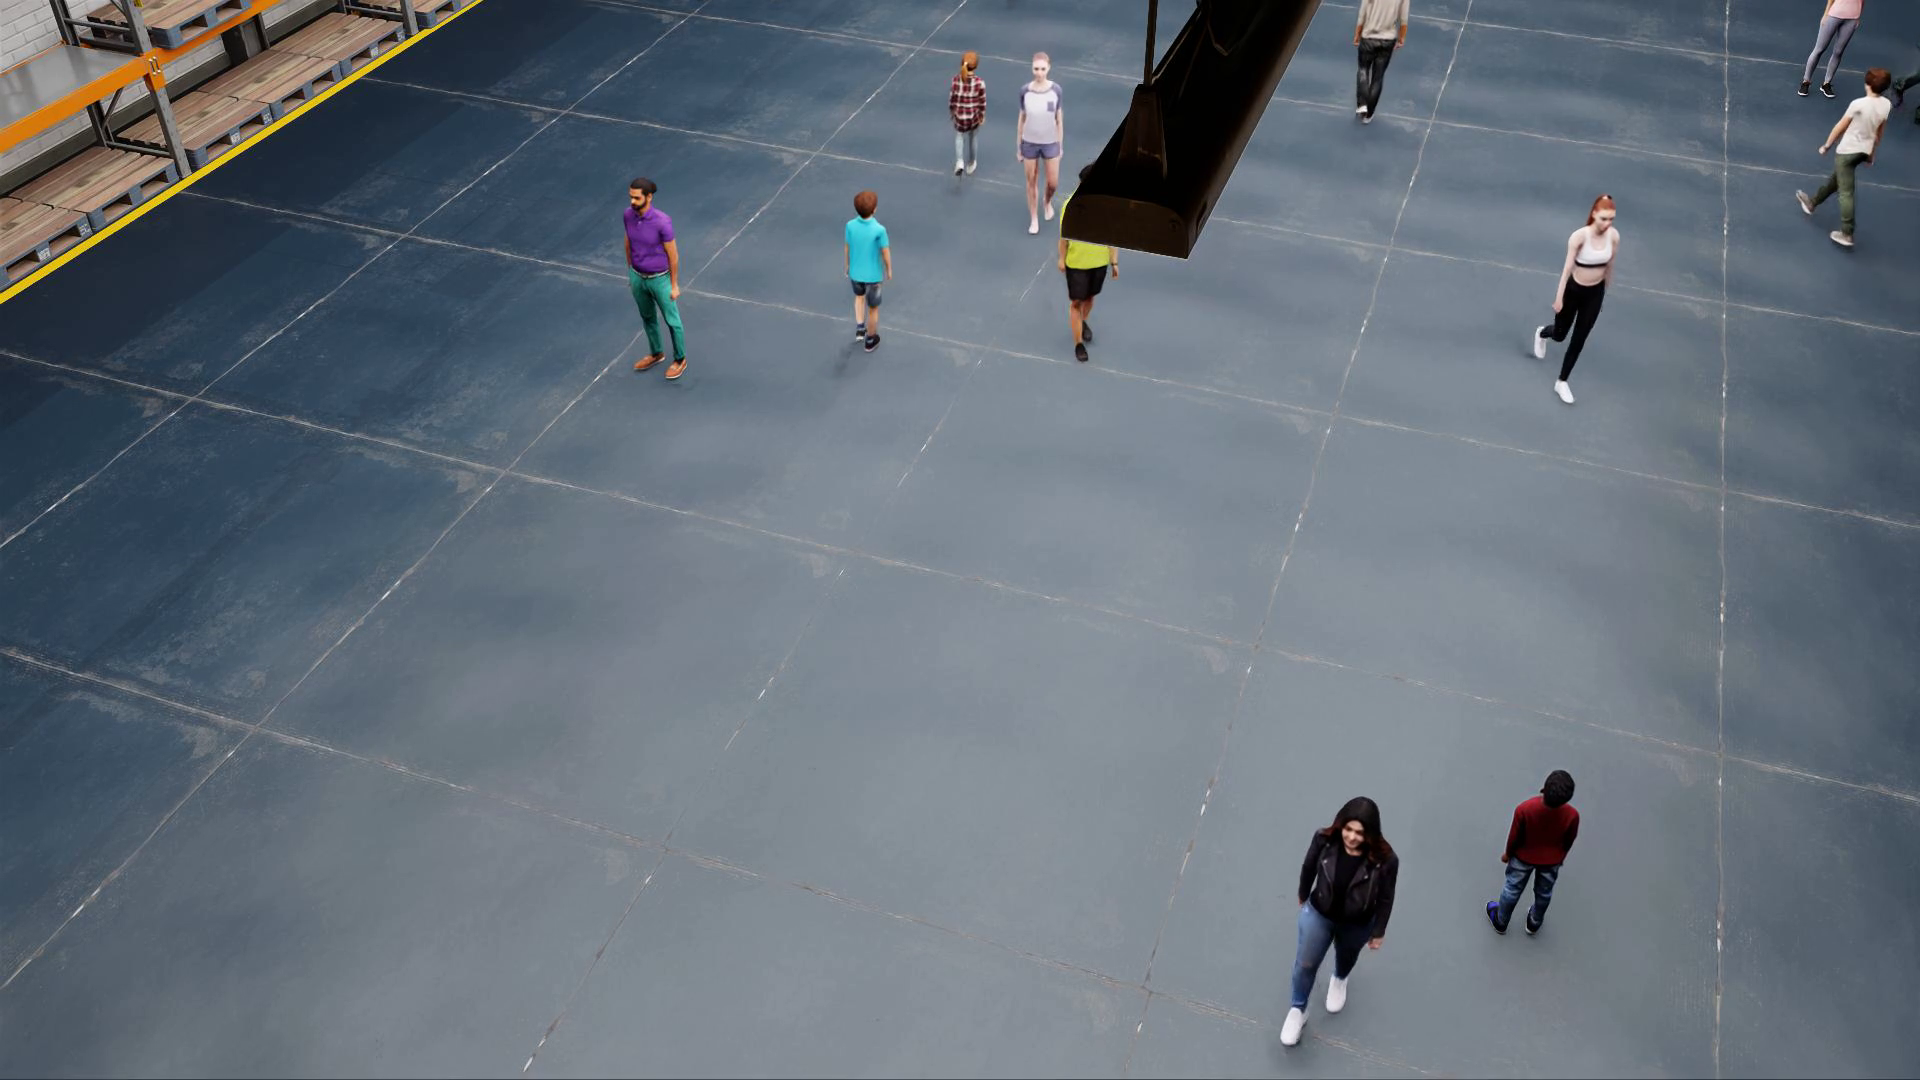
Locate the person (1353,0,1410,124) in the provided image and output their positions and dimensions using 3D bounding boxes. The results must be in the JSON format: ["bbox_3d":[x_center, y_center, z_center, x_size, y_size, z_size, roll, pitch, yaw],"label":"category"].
[{"bbox_3d":[4.383,-5.221,17.430,0.705,1.803,0.665,8,39,10],"label":"person"}]

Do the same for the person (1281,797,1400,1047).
[{"bbox_3d":[1.985,1.914,8.637,0.645,1.626,0.791,15,41,18],"label":"person"}]

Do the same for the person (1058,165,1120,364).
[{"bbox_3d":[1.051,-2.411,14.008,0.935,1.681,1.067,-9,39,-11],"label":"person"}]

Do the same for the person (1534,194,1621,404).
[{"bbox_3d":[4.992,-2.009,13.471,0.872,1.725,1.073,-5,39,-6],"label":"person"}]

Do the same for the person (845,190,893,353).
[{"bbox_3d":[-0.813,-2.235,13.983,0.533,1.438,0.532,12,40,15],"label":"person"}]

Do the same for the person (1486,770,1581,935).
[{"bbox_3d":[3.186,1.722,9.173,0.547,1.256,0.551,4,39,5],"label":"person"}]

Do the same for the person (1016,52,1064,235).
[{"bbox_3d":[0.765,-3.766,15.644,0.662,1.758,0.718,4,39,5],"label":"person"}]

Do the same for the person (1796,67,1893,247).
[{"bbox_3d":[8.337,-3.525,15.468,1.005,1.601,1.204,-9,40,-11],"label":"person"}]

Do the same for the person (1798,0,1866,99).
[{"bbox_3d":[9.589,-5.694,18.087,0.590,1.721,0.567,7,39,9],"label":"person"}]

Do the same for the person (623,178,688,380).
[{"bbox_3d":[-2.503,-2.156,13.621,0.651,1.767,0.566,17,42,21],"label":"person"}]

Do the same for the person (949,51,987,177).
[{"bbox_3d":[0.062,-4.215,16.579,0.608,1.291,0.733,5,39,6],"label":"person"}]
